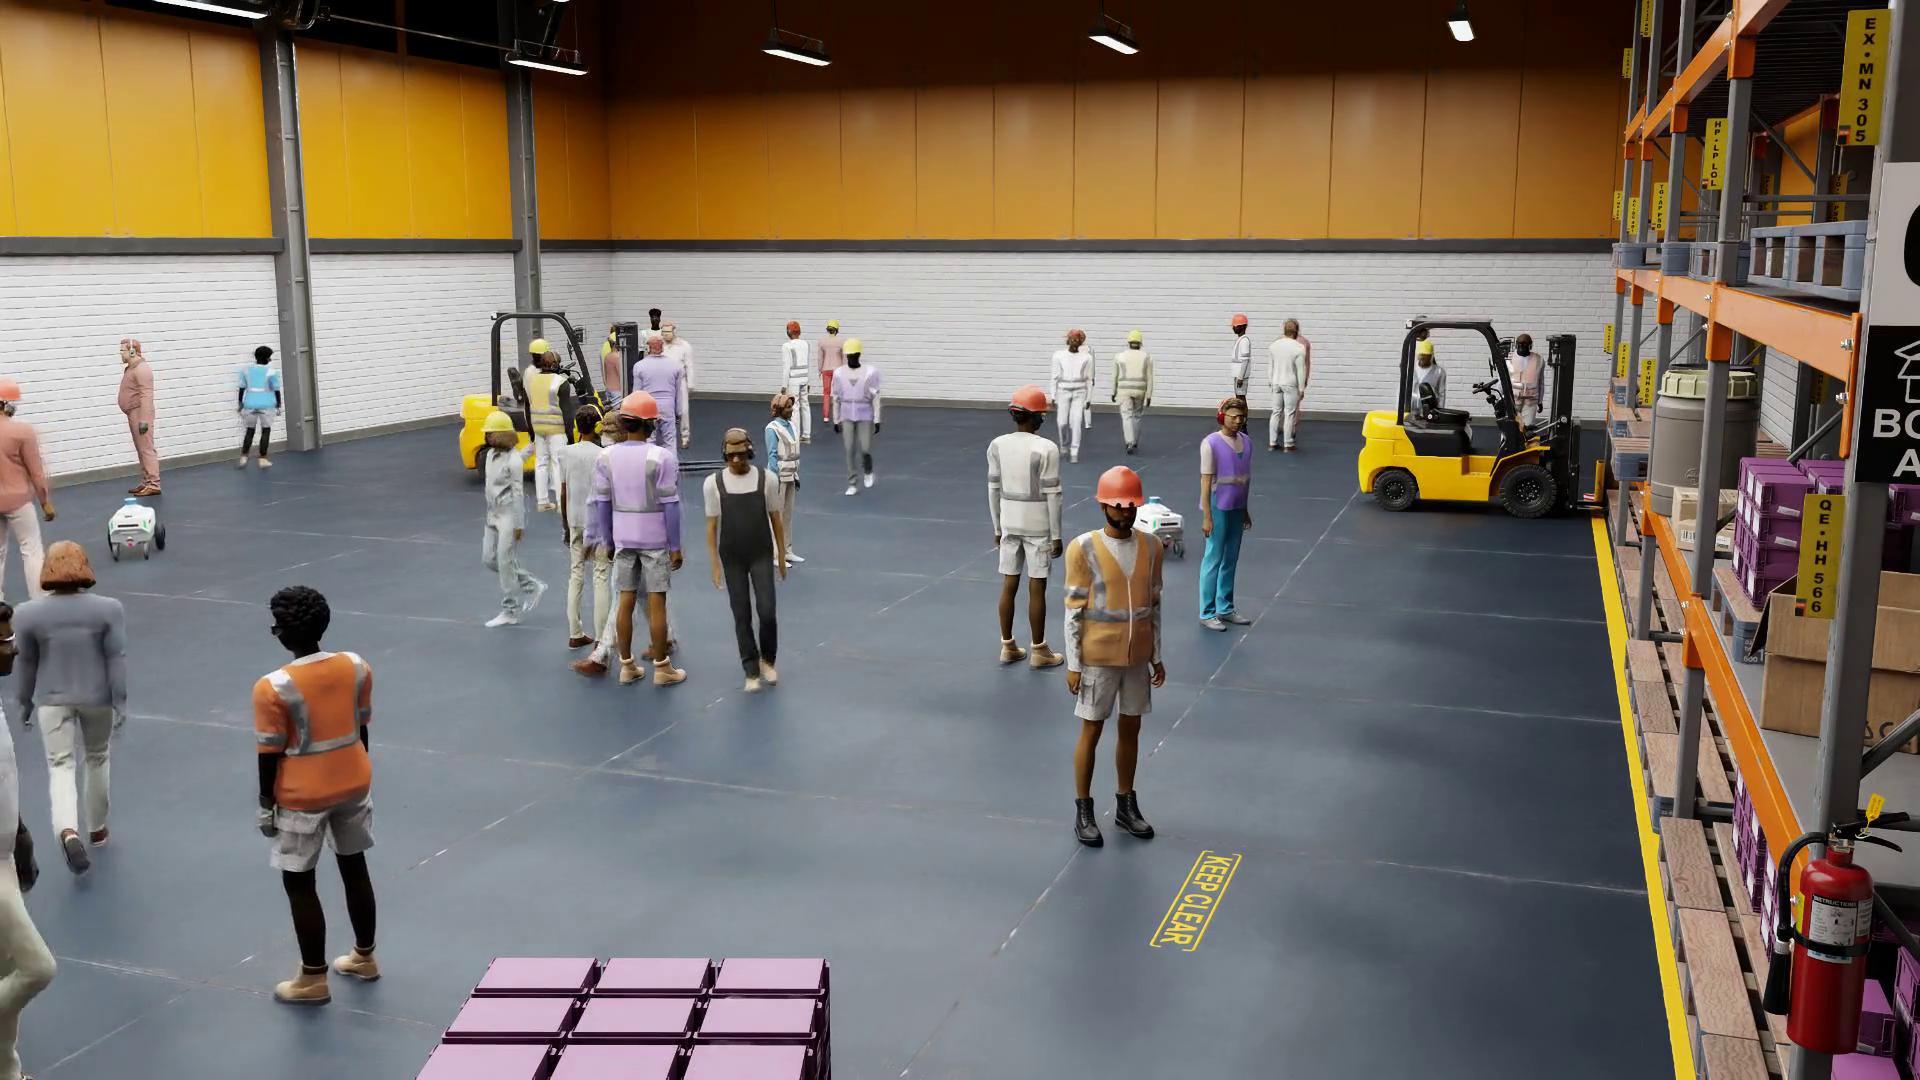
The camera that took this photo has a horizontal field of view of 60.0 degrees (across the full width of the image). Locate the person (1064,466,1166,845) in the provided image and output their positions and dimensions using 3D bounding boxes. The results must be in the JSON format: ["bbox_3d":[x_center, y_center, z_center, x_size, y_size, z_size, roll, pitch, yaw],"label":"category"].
[{"bbox_3d":[0.800,0.582,8.431,0.553,1.935,0.363,-4,11,-22],"label":"person"}]

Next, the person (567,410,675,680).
[{"bbox_3d":[-2.403,0.008,11.827,0.653,1.878,1.066,8,13,37],"label":"person"}]

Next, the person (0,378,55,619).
[{"bbox_3d":[-7.600,-0.300,13.308,0.652,1.984,0.455,2,10,11],"label":"person"}]

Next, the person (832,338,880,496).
[{"bbox_3d":[-1.259,-1.504,20.229,0.604,1.914,0.497,2,10,9],"label":"person"}]

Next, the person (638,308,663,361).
[{"bbox_3d":[-5.154,-2.946,28.218,0.607,1.966,0.367,-1,10,-7],"label":"person"}]

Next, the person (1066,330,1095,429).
[{"bbox_3d":[1.972,-2.638,27.408,0.512,1.640,0.311,1,10,3],"label":"person"}]

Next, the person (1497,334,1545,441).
[{"bbox_3d":[7.598,-1.872,22.540,0.633,1.836,0.429,1,10,6],"label":"person"}]

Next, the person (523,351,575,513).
[{"bbox_3d":[-4.628,-1.227,18.890,0.634,1.841,0.429,5,11,25],"label":"person"}]

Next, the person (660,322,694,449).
[{"bbox_3d":[-4.287,-2.287,24.692,0.681,1.900,0.396,0,10,-2],"label":"person"}]

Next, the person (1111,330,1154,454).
[{"bbox_3d":[2.524,-2.167,24.333,0.592,1.798,0.900,0,10,-1],"label":"person"}]

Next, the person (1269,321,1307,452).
[{"bbox_3d":[4.791,-2.240,24.366,0.377,1.933,0.639,-10,14,-44],"label":"person"}]

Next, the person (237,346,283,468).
[{"bbox_3d":[-9.540,-1.818,22.703,0.555,1.659,0.406,-1,10,-3],"label":"person"}]

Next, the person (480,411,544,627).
[{"bbox_3d":[-3.591,-0.178,13.278,0.466,1.727,0.511,-9,13,-40],"label":"person"}]

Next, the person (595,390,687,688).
[{"bbox_3d":[-2.178,-0.001,11.416,0.605,2.045,0.378,3,11,18],"label":"person"}]

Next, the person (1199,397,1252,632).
[{"bbox_3d":[2.093,-0.215,13.185,0.372,1.841,0.570,10,14,44],"label":"person"}]

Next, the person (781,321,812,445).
[{"bbox_3d":[-2.484,-2.380,25.261,0.353,1.886,0.576,8,13,39],"label":"person"}]

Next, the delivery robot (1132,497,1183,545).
[{"bbox_3d":[1.912,-0.182,16.361,0.477,0.478,0.707,-3,11,-18],"label":"delivery robot"}]

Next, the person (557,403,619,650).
[{"bbox_3d":[-2.770,-0.091,12.459,0.502,1.861,0.328,3,11,16],"label":"person"}]

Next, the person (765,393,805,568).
[{"bbox_3d":[-1.674,-0.567,15.741,0.307,1.641,0.514,3,11,18],"label":"person"}]

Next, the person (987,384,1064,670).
[{"bbox_3d":[0.485,-0.092,11.930,0.607,2.044,0.371,7,12,36],"label":"person"}]

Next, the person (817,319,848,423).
[{"bbox_3d":[-2.166,-2.883,28.432,0.533,1.767,0.321,1,10,8],"label":"person"}]

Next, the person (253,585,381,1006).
[{"bbox_3d":[-2.575,1.018,6.692,0.320,1.694,0.534,6,12,32],"label":"person"}]

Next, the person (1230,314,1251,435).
[{"bbox_3d":[4.472,-2.650,26.632,0.355,1.938,0.544,0,10,1],"label":"person"}]

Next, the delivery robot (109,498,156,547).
[{"bbox_3d":[-8.094,-0.165,16.269,0.477,0.478,0.707,-4,11,-20],"label":"delivery robot"}]

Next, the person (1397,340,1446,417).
[{"bbox_3d":[6.047,-1.724,21.777,0.599,1.811,0.756,5,11,28],"label":"person"}]

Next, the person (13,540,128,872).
[{"bbox_3d":[-4.339,0.806,8.146,0.505,1.603,0.766,-5,11,-25],"label":"person"}]

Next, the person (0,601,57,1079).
[{"bbox_3d":[-3.300,1.108,5.716,0.388,1.852,0.544,-3,10,-15],"label":"person"}]

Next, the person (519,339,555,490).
[{"bbox_3d":[-5.264,-1.531,20.470,0.893,1.893,0.621,-1,10,-8],"label":"person"}]

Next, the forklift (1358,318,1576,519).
[{"bbox_3d":[5.787,-1.437,19.079,2.313,2.155,1.214,3,11,19],"label":"forklift"}]

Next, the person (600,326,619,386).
[{"bbox_3d":[-5.135,-2.325,25.076,0.631,1.842,0.428,9,13,41],"label":"person"}]

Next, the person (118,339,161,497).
[{"bbox_3d":[-9.963,-1.482,20.145,0.402,1.906,0.652,-7,12,-34],"label":"person"}]

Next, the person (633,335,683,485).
[{"bbox_3d":[-3.811,-1.626,20.981,0.639,1.900,0.401,-5,11,-25],"label":"person"}]

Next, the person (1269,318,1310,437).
[{"bbox_3d":[5.231,-2.602,26.548,0.665,1.870,0.933,0,10,3],"label":"person"}]

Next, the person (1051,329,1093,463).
[{"bbox_3d":[1.566,-2.018,23.244,0.580,1.871,0.535,0,10,2],"label":"person"}]

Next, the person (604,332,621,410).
[{"bbox_3d":[-5.055,-2.190,24.542,0.317,1.765,0.522,-8,13,-39],"label":"person"}]

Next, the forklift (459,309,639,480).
[{"bbox_3d":[-5.354,-1.902,21.697,2.313,2.155,1.214,-2,10,-13],"label":"forklift"}]

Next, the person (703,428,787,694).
[{"bbox_3d":[-1.442,0.147,11.220,0.542,1.821,0.425,-1,10,-6],"label":"person"}]

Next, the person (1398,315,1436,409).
[{"bbox_3d":[6.546,-2.177,23.682,0.536,2.000,0.672,-1,10,-7],"label":"person"}]
